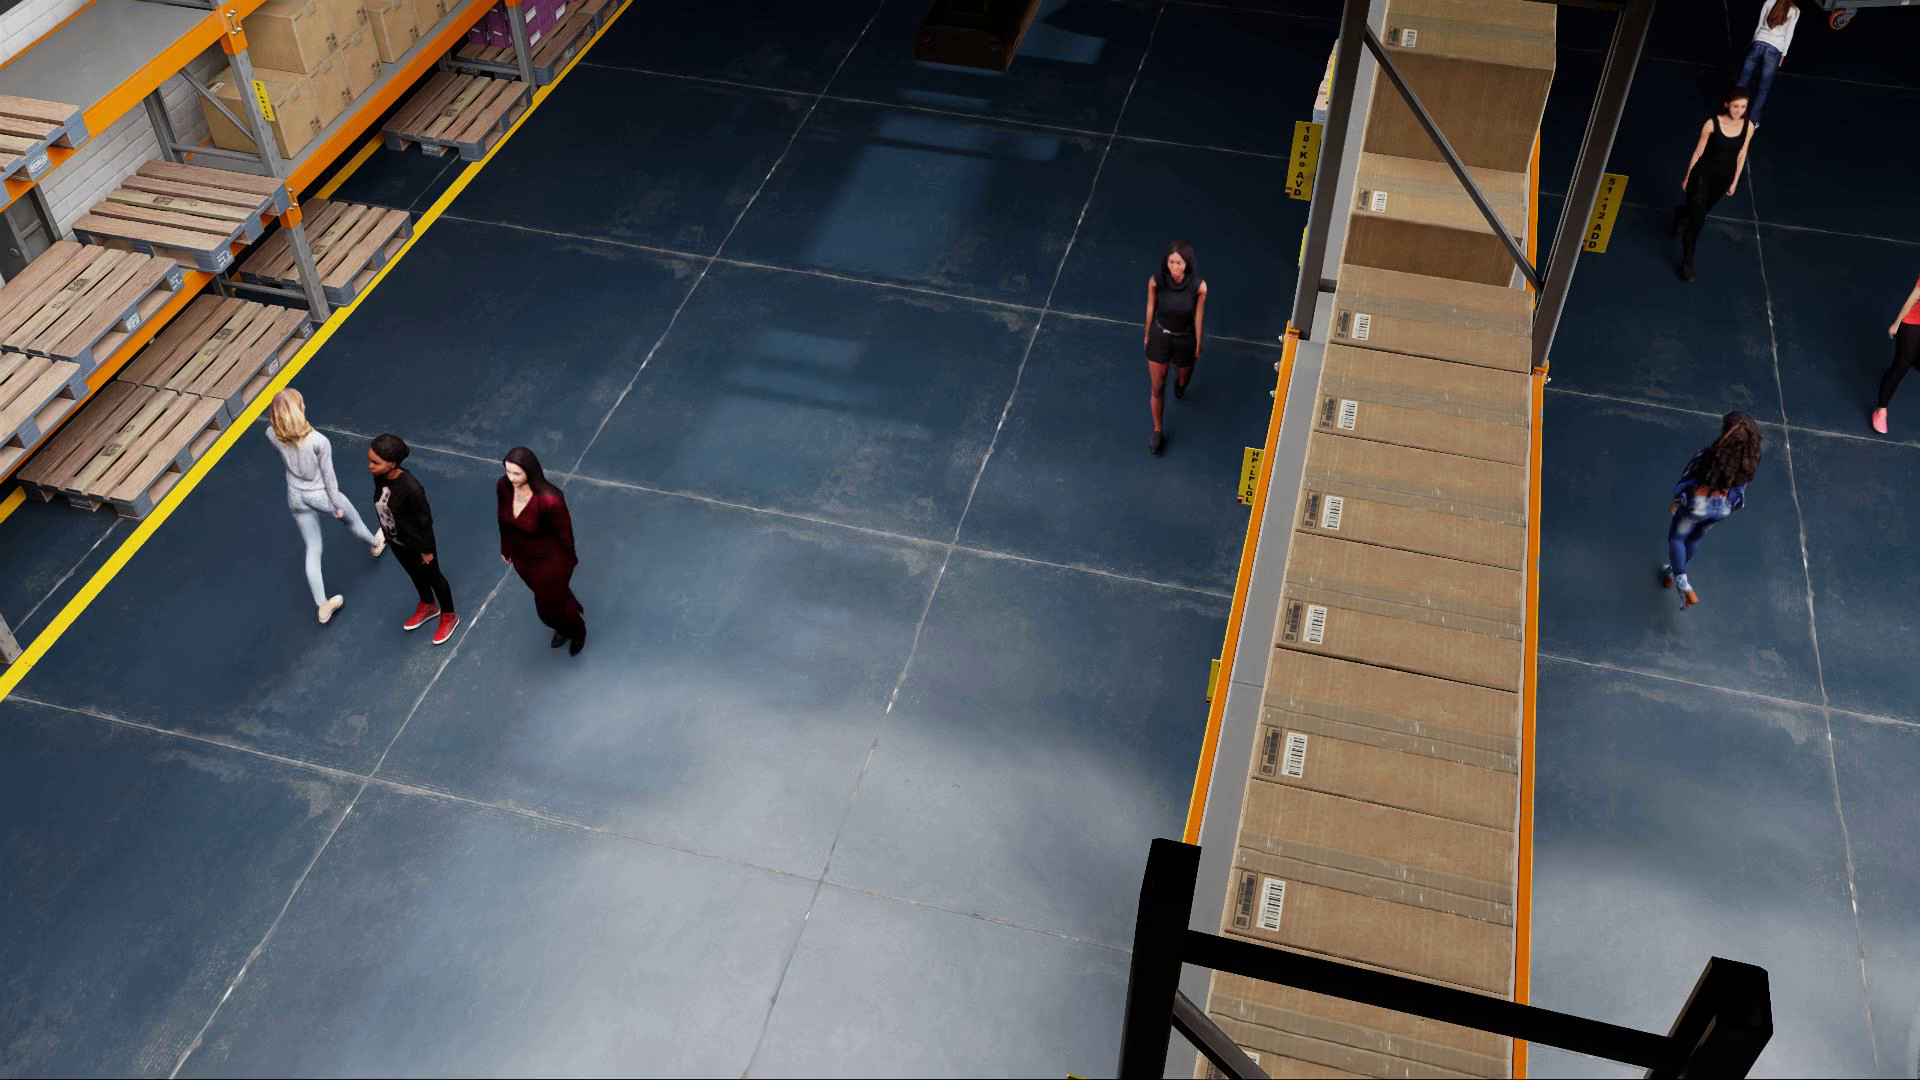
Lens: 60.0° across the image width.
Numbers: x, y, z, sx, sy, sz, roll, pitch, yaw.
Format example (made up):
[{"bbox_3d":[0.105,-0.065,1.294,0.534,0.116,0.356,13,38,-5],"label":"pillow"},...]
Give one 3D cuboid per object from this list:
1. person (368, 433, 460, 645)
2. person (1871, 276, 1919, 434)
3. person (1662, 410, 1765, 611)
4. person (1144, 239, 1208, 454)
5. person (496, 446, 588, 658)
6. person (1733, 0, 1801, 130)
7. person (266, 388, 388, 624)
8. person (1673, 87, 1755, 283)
[{"bbox_3d":[-3.601,-0.031,10.901,0.654,1.675,0.637,23,48,22],"label":"person"},{"bbox_3d":[7.329,-1.648,12.606,0.678,1.666,1.038,16,46,16],"label":"person"},{"bbox_3d":[4.983,-0.174,11.102,0.719,1.605,0.927,3,44,3],"label":"person"},{"bbox_3d":[1.603,-1.510,12.424,0.639,1.717,1.014,8,44,8],"label":"person"},{"bbox_3d":[-2.662,0.028,10.784,0.751,1.751,0.779,22,48,22],"label":"person"},{"bbox_3d":[7.673,-4.661,15.848,0.586,1.555,0.611,28,50,27],"label":"person"},{"bbox_3d":[-4.315,-0.205,11.032,0.641,1.746,1.154,8,44,8],"label":"person"},{"bbox_3d":[6.359,-3.105,14.139,0.757,1.660,1.172,1,44,2],"label":"person"}]
